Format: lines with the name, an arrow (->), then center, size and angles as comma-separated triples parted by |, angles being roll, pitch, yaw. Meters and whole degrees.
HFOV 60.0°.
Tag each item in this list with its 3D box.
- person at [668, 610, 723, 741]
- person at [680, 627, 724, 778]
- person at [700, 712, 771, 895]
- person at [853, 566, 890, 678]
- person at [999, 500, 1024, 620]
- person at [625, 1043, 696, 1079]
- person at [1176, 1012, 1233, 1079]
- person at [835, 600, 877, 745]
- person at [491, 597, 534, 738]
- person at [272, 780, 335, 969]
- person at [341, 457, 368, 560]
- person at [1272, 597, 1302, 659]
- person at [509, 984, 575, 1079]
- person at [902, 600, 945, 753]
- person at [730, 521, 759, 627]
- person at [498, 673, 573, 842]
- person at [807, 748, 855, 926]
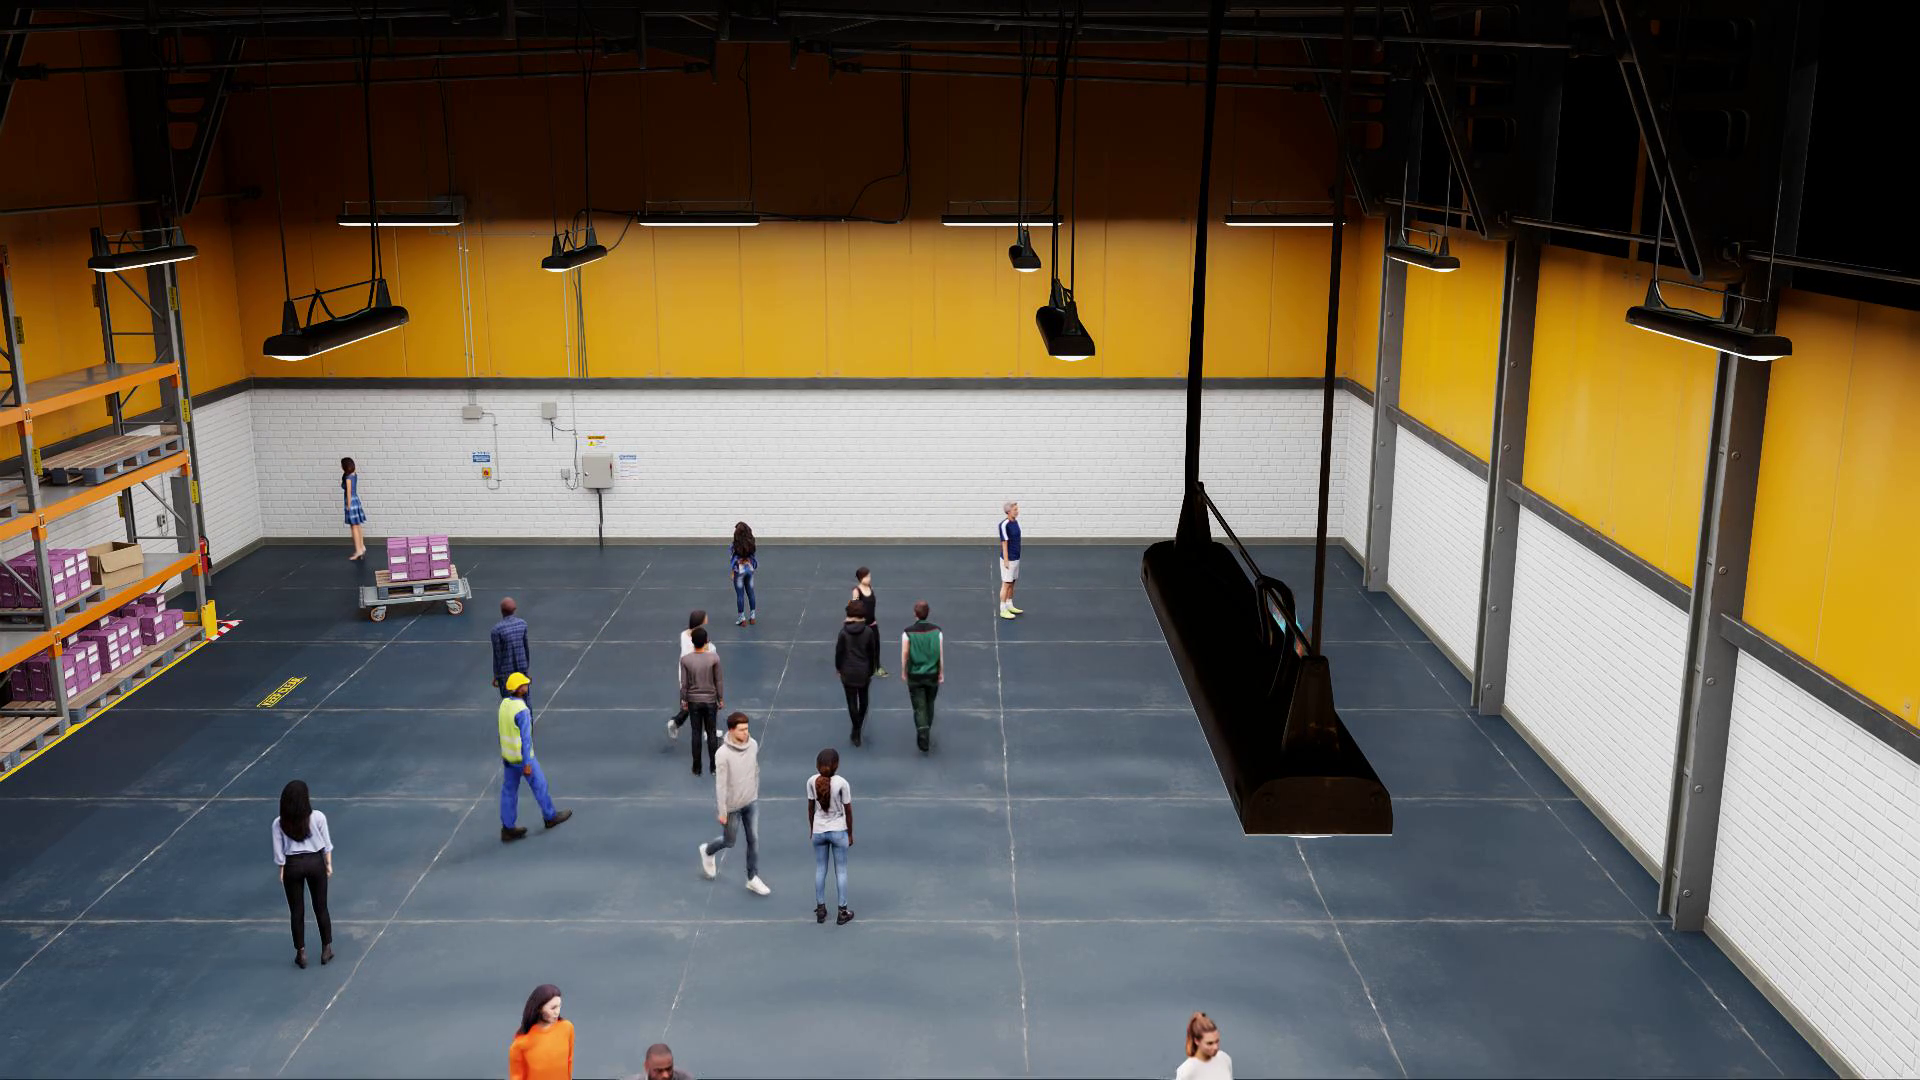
person -> -3.233, 1.679, 20.236 | 1.005, 1.668, 1.071 | 13, 18, 42
person -> -2.989, 1.865, 19.254 | 0.671, 1.769, 0.578 | -2, 14, -7
person -> -2.231, 2.550, 16.297 | 1.182, 1.829, 1.144 | 12, 18, 41
person -> -1.381, 1.116, 22.880 | 1.031, 1.519, 1.014 | 11, 17, 38
person -> 0.772, 0.274, 25.677 | 0.773, 1.839, 0.638 | 6, 15, 23
person -> -1.956, 3.948, 10.605 | 0.817, 1.791, 0.789 | -5, 15, -21
person -> 1.562, 3.904, 10.985 | 0.985, 1.696, 1.131 | -9, 16, -33
person -> -1.253, 1.636, 20.256 | 0.805, 1.743, 1.104 | -4, 14, -15
person -> -5.467, 1.572, 20.359 | 0.822, 1.818, 0.759 | 13, 19, 43
person -> -5.835, 2.956, 14.800 | 0.720, 1.744, 0.695 | -6, 15, -22
person -> -10.687, -0.567, 29.229 | 0.764, 1.802, 0.558 | -2, 14, -8
person -> 3.982, 1.550, 20.575 | 0.759, 1.759, 0.815 | 4, 14, 16
person -> -2.889, 3.816, 11.346 | 1.020, 1.698, 1.220 | -8, 16, -29
person -> -0.443, 1.666, 20.016 | 0.804, 1.797, 1.193 | -3, 14, -11
person -> -3.286, 0.498, 25.226 | 0.692, 1.615, 0.722 | -9, 16, -34
person -> -4.700, 2.292, 17.444 | 1.073, 1.791, 1.151 | 12, 18, 41
person -> -1.219, 2.767, 15.632 | 0.630, 1.720, 0.598 | 3, 14, 13
